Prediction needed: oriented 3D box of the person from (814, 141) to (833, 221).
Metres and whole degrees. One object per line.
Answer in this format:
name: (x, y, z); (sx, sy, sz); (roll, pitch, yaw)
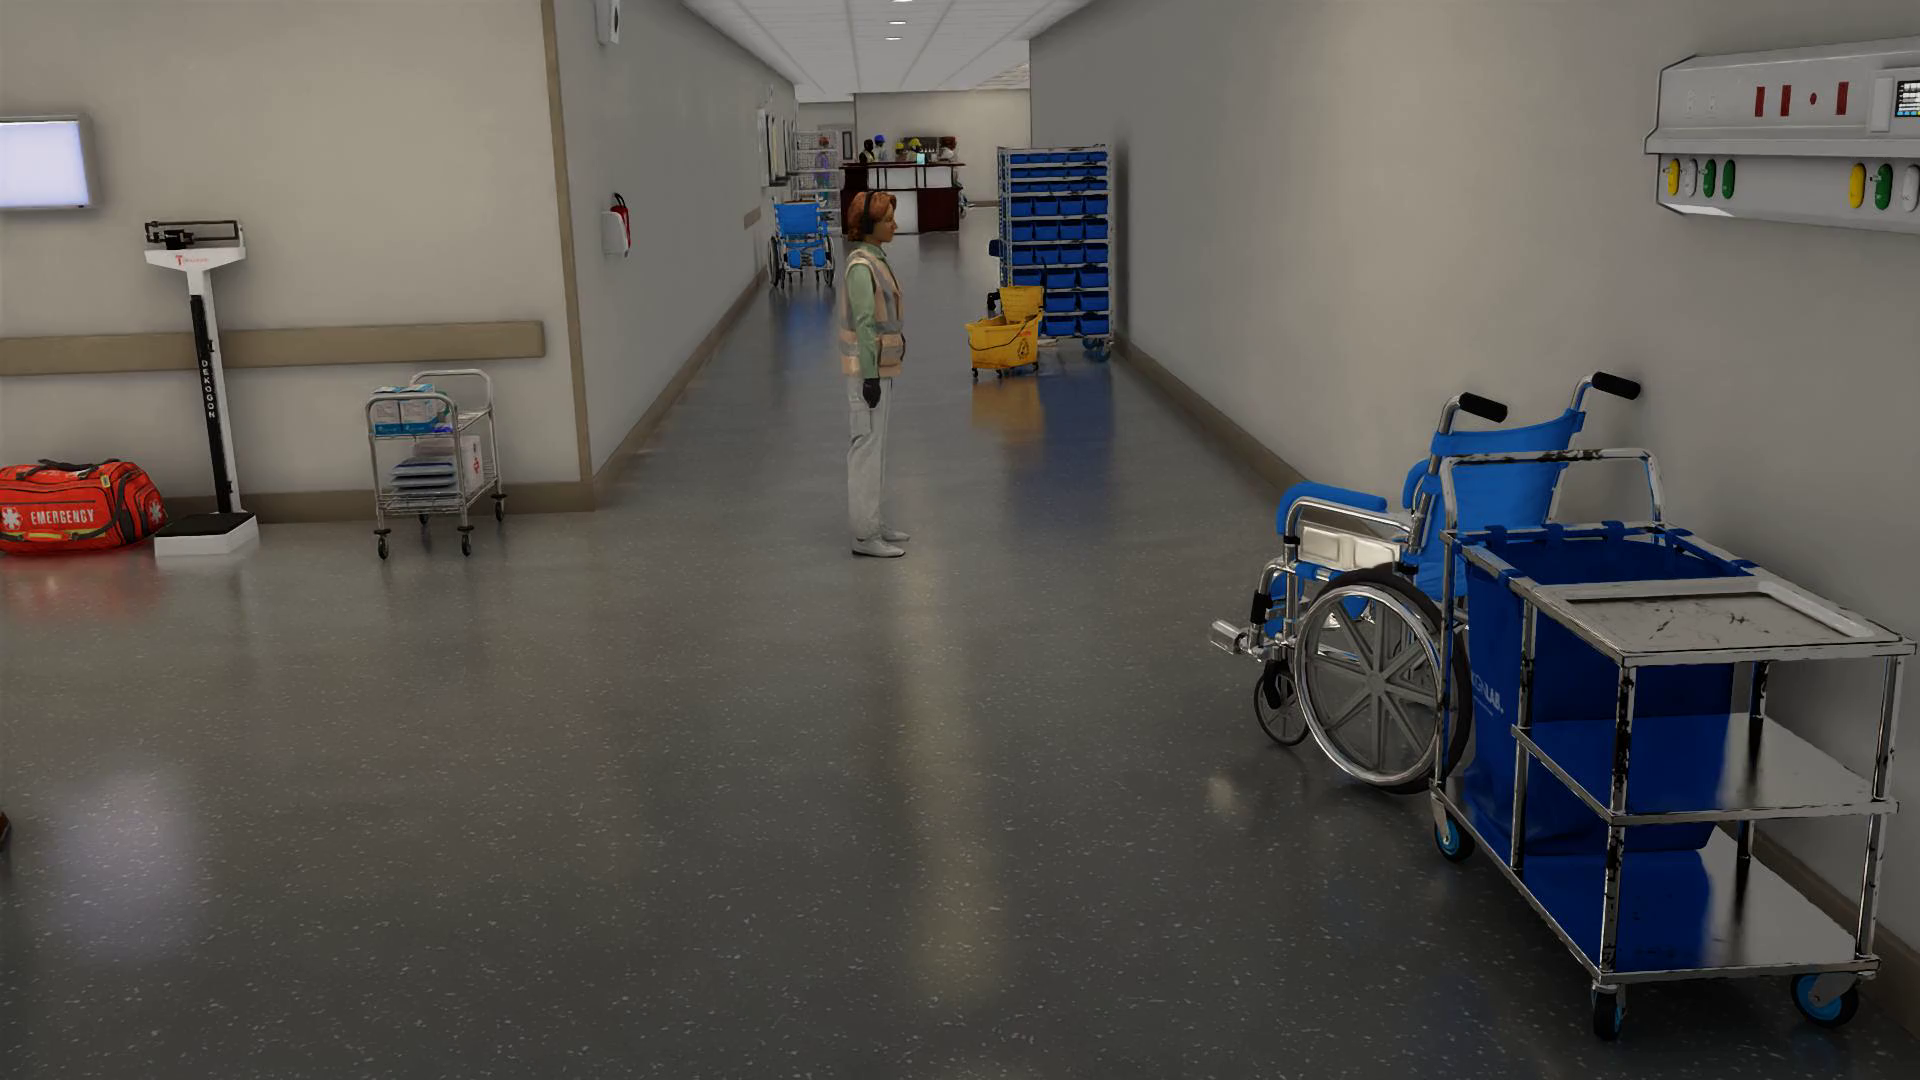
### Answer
person: (-3.213, -8.410, 38.964); (0.381, 1.836, 0.566); (3, 14, 19)

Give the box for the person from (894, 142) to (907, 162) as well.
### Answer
person: (-1.445, -8.868, 40.823); (0.519, 1.746, 0.382); (11, 19, 43)

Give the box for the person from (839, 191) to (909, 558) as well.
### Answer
person: (-0.391, -0.749, 7.547); (0.311, 1.638, 0.522); (-1, 14, 4)

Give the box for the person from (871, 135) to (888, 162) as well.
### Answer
person: (-2.063, -9.367, 42.547); (0.630, 1.945, 0.406); (9, 17, 37)

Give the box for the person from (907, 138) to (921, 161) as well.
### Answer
person: (-1.052, -8.589, 39.443); (0.404, 1.831, 0.600); (-5, 14, -13)

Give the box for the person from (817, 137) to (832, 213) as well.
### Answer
person: (-3.496, -9.377, 42.764); (0.375, 1.931, 0.542); (-2, 14, -3)

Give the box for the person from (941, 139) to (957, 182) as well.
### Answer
person: (-0.247, -8.495, 38.930); (0.342, 1.845, 0.506); (-10, 16, -32)

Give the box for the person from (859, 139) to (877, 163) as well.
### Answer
person: (-2.217, -8.932, 40.975); (0.429, 1.844, 0.625); (4, 15, 23)

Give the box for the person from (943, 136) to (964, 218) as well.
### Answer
person: (-0.247, -8.346, 38.277); (0.586, 1.868, 0.593); (-2, 14, 0)

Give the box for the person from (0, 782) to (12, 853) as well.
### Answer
person: (-2.876, -0.049, 4.343); (0.636, 1.936, 0.355); (-13, 18, -40)
